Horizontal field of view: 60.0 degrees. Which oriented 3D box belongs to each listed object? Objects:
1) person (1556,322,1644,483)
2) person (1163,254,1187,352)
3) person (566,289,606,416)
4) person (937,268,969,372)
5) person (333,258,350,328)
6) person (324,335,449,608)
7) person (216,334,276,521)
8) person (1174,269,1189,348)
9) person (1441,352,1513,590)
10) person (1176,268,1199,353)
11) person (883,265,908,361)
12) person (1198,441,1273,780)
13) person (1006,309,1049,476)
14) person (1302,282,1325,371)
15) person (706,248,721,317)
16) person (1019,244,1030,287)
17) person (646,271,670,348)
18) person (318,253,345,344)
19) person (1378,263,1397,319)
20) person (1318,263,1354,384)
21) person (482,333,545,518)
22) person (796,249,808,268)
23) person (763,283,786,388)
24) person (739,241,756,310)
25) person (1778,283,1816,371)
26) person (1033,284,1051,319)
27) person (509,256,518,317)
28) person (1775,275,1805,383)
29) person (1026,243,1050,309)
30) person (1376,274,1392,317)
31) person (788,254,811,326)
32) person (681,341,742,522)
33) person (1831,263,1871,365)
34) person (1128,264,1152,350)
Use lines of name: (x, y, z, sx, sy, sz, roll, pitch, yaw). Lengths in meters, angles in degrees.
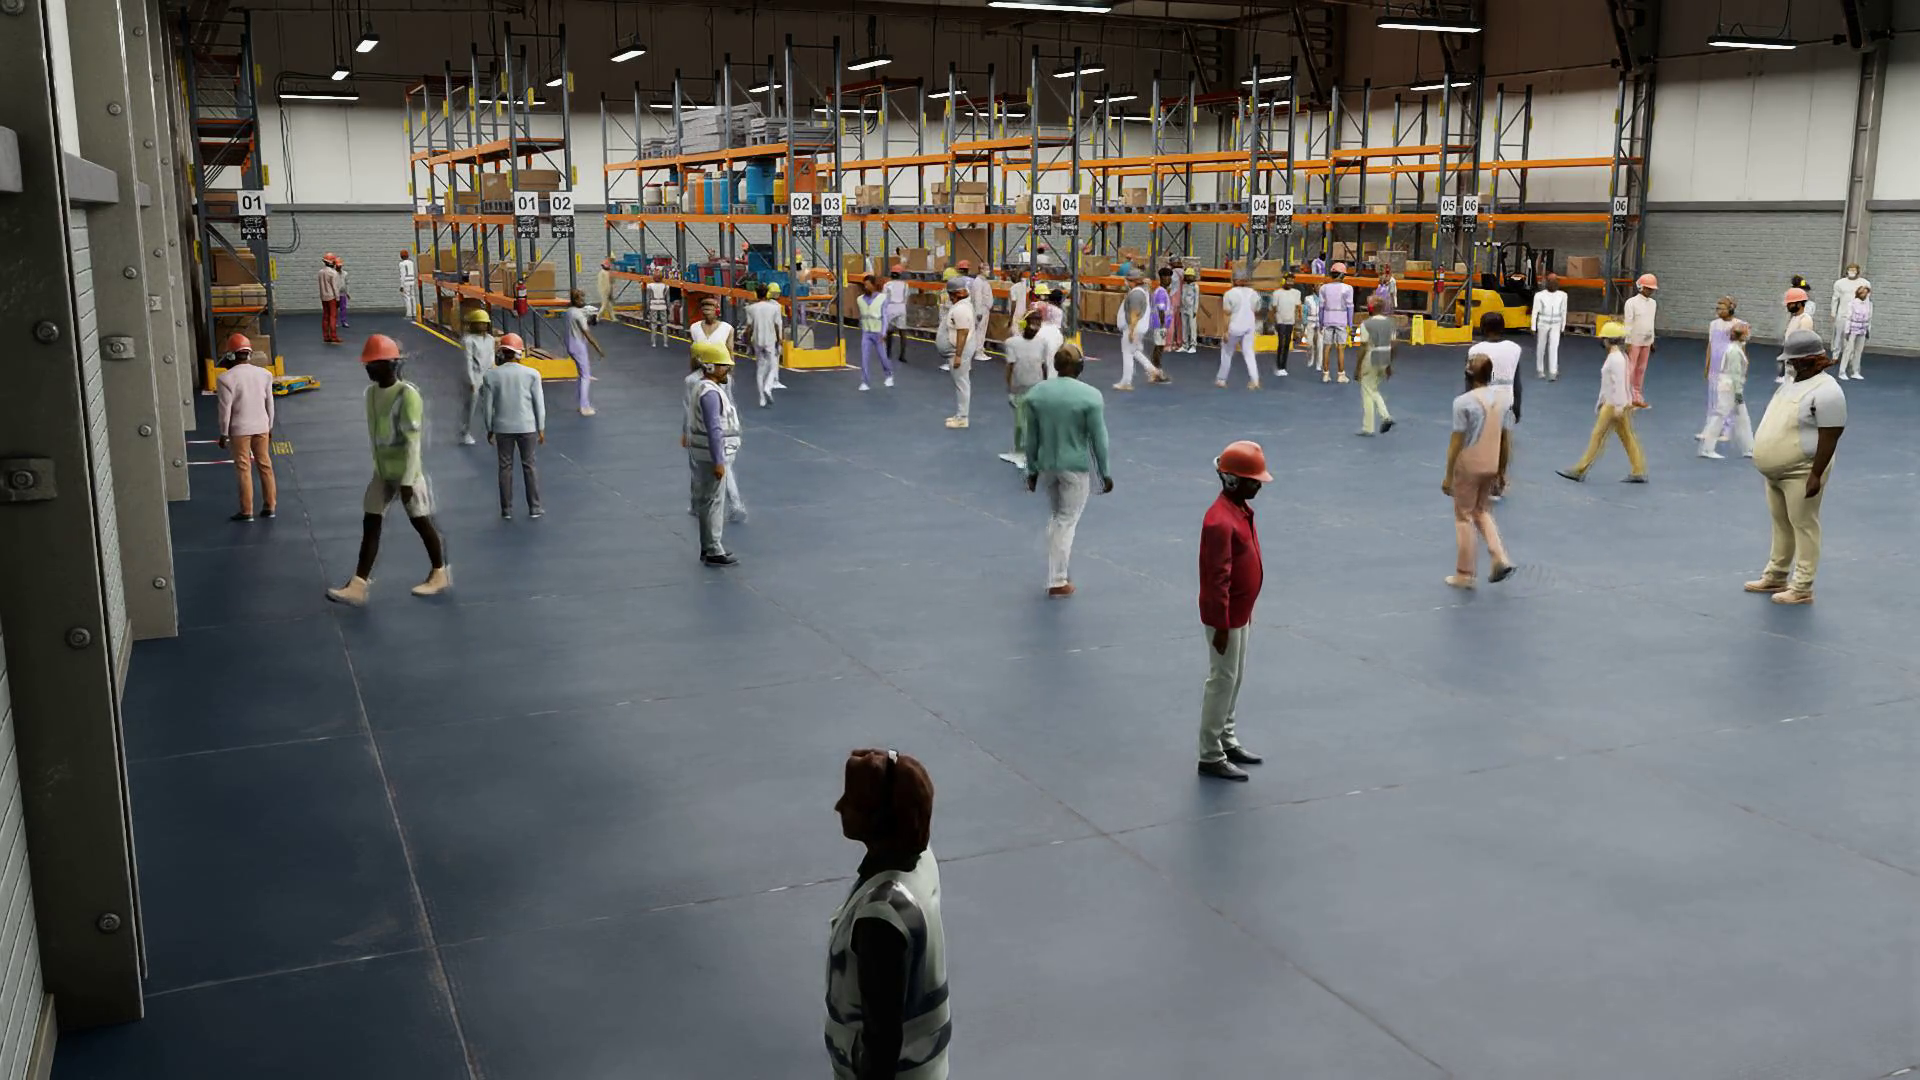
person: (6.921, -1.456, 17.762, 0.915, 1.713, 0.544, 4, 12, 20)
person: (4.456, -4.956, 34.717, 0.686, 2.000, 0.535, -9, 14, -38)
person: (-5.356, -2.667, 23.679, 0.477, 1.820, 0.590, -5, 12, -24)
person: (-0.160, -3.957, 30.051, 0.593, 1.874, 0.983, 11, 15, 44)
person: (-15.583, -6.200, 41.769, 0.327, 1.753, 0.562, 8, 14, 36)
person: (-4.211, -0.501, 12.206, 0.630, 1.984, 1.031, 7, 13, 33)
person: (-6.712, -1.056, 15.626, 0.327, 1.752, 0.563, 8, 13, 34)
person: (4.754, -4.933, 35.506, 0.320, 1.684, 0.541, -1, 11, -7)
person: (3.939, -0.513, 12.678, 0.515, 1.833, 0.430, -6, 12, -26)
person: (4.728, -4.752, 34.437, 0.289, 1.746, 0.485, -9, 14, -37)
person: (-1.244, -4.443, 32.581, 0.543, 1.885, 1.052, -3, 12, -16)
person: (1.403, 0.355, 8.501, 0.351, 1.739, 0.573, 4, 12, 20)
person: (0.747, -1.666, 18.565, 0.494, 1.826, 0.881, 0, 11, -2)
person: (6.548, -3.925, 30.533, 0.544, 1.625, 0.402, 3, 11, 13)
person: (-6.891, -7.149, 46.206, 0.403, 1.906, 0.651, -10, 15, -42)
person: (2.228, -8.834, 54.823, 0.572, 1.885, 0.358, 3, 11, 14)
person: (-6.465, -4.935, 35.661, 0.509, 1.629, 0.314, -3, 12, -16)
person: (-13.897, -5.326, 36.744, 0.623, 1.989, 0.405, 8, 14, 34)
person: (8.859, -4.818, 34.554, 0.389, 1.837, 0.560, -3, 11, -13)
person: (6.378, -3.670, 28.204, 0.605, 2.033, 0.392, 7, 13, 30)
person: (-4.214, -1.080, 15.755, 0.565, 1.748, 0.339, -1, 11, -6)
person: (-5.067, -8.279, 52.384, 0.574, 1.738, 0.352, -2, 11, -11)
person: (-3.076, -3.371, 27.443, 0.323, 1.737, 0.486, -10, 15, -42)
person: (-6.311, -7.854, 49.481, 0.613, 2.031, 0.402, 3, 12, 17)
person: (14.767, -3.704, 29.325, 0.528, 1.667, 0.846, 1, 11, 5)
person: (1.275, -3.161, 26.296, 0.314, 1.769, 0.523, 3, 12, 16)
person: (-12.292, -7.036, 45.993, 0.313, 1.769, 0.525, -5, 12, -23)
person: (14.148, -3.511, 27.939, 0.705, 1.828, 0.574, 5, 12, 25)
person: (2.237, -7.494, 47.732, 0.622, 1.994, 0.992, -5, 12, -24)
person: (8.573, -4.564, 33.751, 0.309, 1.640, 0.514, -1, 11, -6)
person: (-3.759, -5.710, 38.889, 0.595, 1.913, 0.471, 1, 11, 4)
person: (-2.339, -1.023, 15.637, 0.545, 1.687, 0.840, -7, 13, -31)
person: (16.861, -4.279, 31.539, 0.635, 1.937, 0.353, 7, 13, 32)
person: (3.760, -4.862, 34.793, 0.513, 1.827, 0.897, 0, 11, 1)
